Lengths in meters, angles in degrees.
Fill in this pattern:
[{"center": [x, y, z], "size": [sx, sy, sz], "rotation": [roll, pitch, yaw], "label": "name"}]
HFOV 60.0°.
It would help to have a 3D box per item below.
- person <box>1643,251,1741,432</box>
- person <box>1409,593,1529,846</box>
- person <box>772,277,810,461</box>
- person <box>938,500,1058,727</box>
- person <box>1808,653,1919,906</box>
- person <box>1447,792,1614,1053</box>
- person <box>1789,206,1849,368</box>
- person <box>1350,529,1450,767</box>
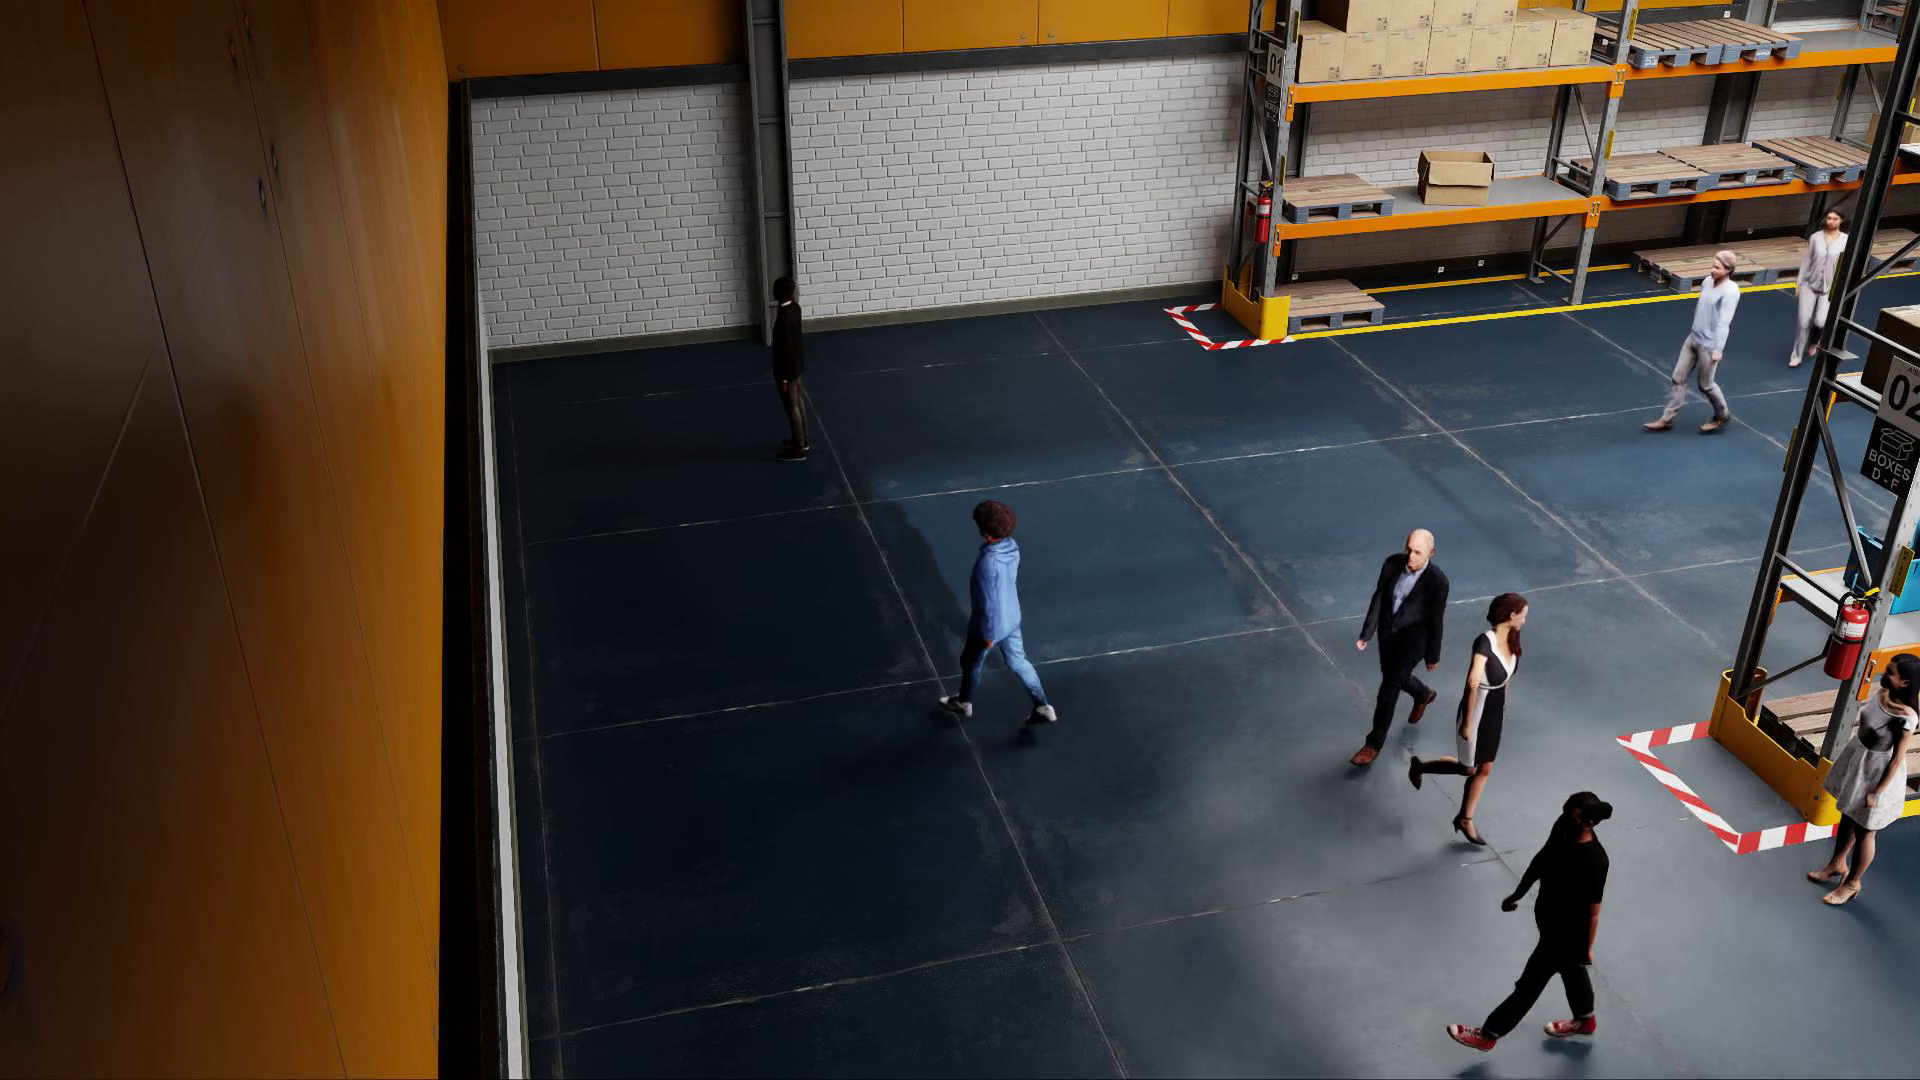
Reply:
[{"center": [7.306, -1.898, 16.139], "size": [1.079, 1.872, 0.729], "rotation": [-5, 29, -9], "label": "person"}, {"center": [3.280, 1.121, 10.719], "size": [0.954, 1.762, 0.933], "rotation": [-22, 35, -34], "label": "person"}, {"center": [-1.607, -1.623, 15.709], "size": [0.678, 1.800, 0.731], "rotation": [3, 29, 5], "label": "person"}, {"center": [0.329, 0.569, 11.709], "size": [1.216, 1.782, 1.172], "rotation": [17, 33, 28], "label": "person"}, {"center": [5.527, 1.447, 10.108], "size": [0.748, 1.774, 0.736], "rotation": [2, 29, 4], "label": "person"}, {"center": [3.342, 2.080, 9.012], "size": [1.191, 1.712, 0.839], "rotation": [0, 29, 0], "label": "person"}, {"center": [9.190, -2.712, 17.748], "size": [0.796, 1.759, 0.860], "rotation": [18, 34, 30], "label": "person"}, {"center": [3.112, 0.678, 11.523], "size": [1.270, 1.769, 0.983], "rotation": [-19, 34, -31], "label": "person"}]
